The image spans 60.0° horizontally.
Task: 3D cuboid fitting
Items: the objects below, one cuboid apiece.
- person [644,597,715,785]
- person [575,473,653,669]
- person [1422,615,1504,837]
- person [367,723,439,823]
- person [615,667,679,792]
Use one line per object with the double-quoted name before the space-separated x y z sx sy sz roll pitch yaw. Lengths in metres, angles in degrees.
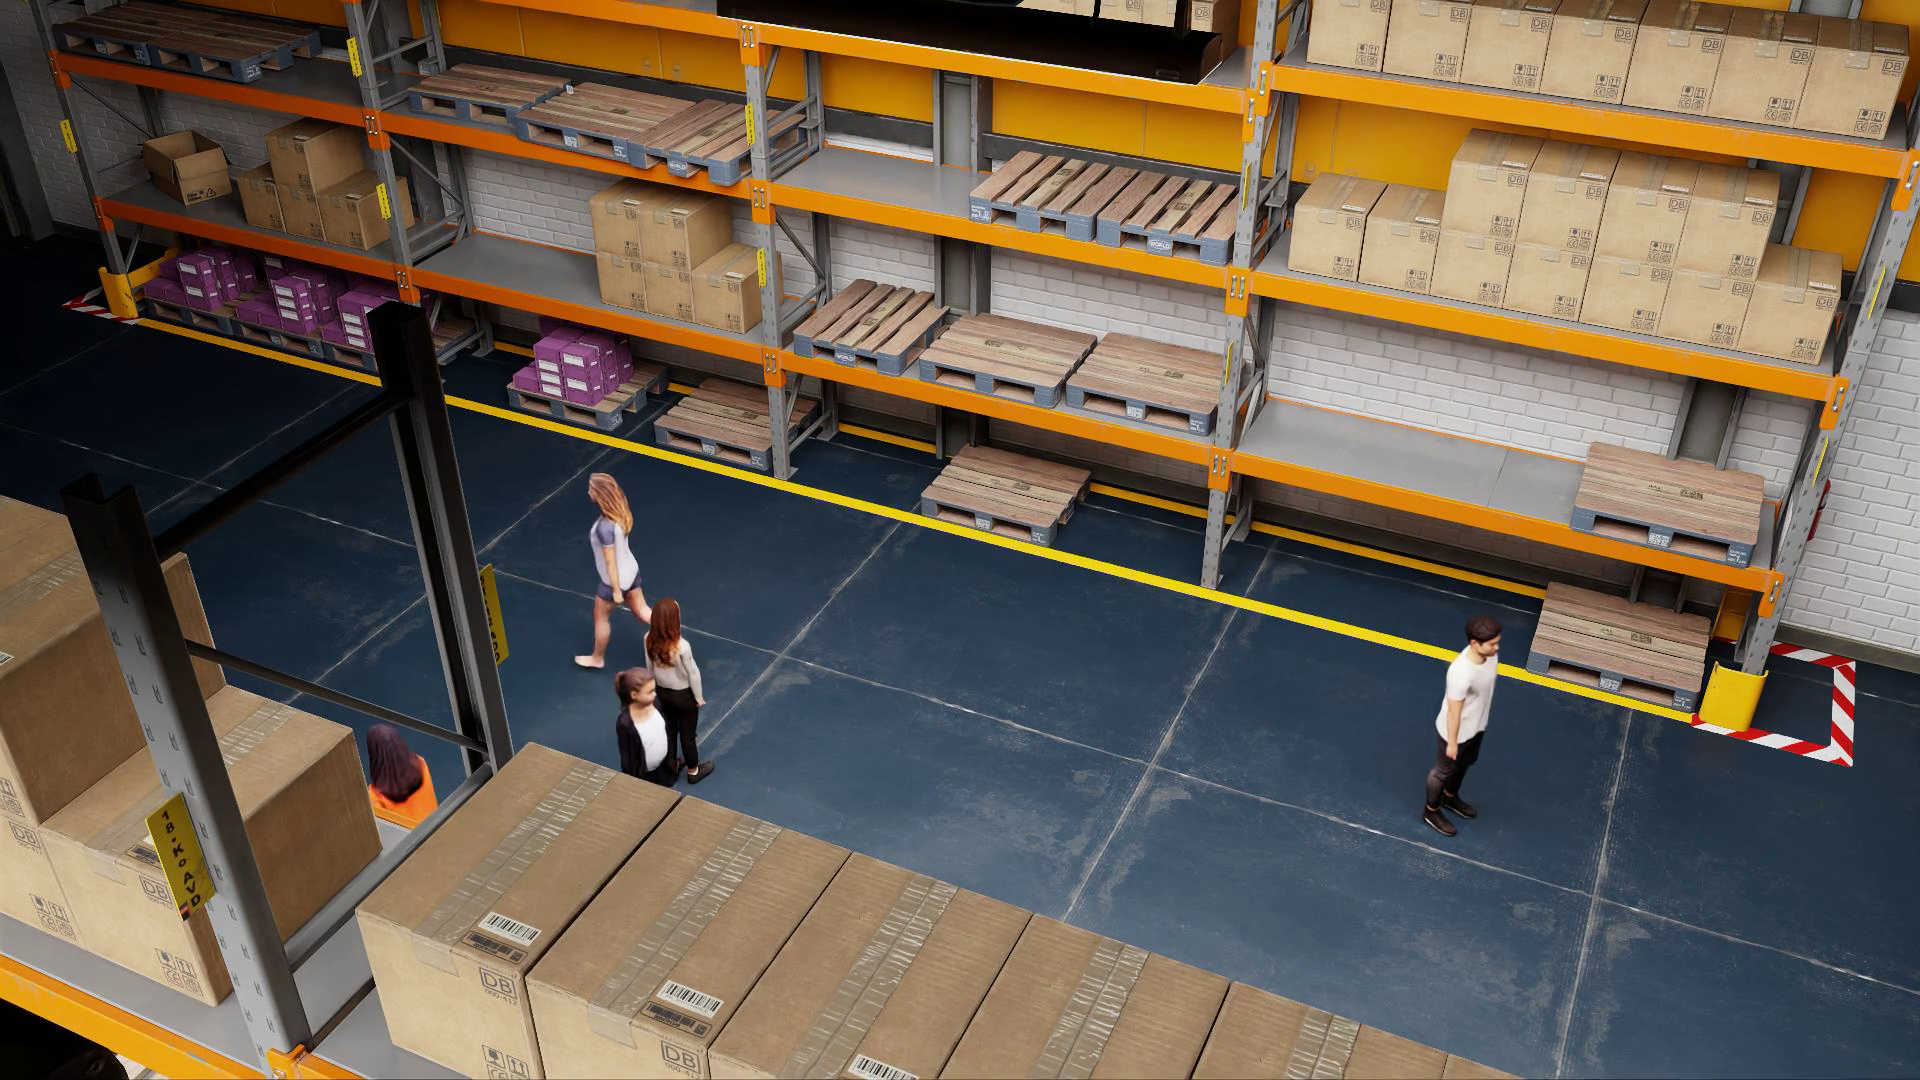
"person" -1.919 1.025 11.204 0.425 1.481 0.603 13 36 19
"person" -2.397 0.279 12.138 1.168 1.689 0.841 5 34 7
"person" 3.244 1.159 10.787 0.662 1.719 0.708 27 42 34
"person" -3.153 1.818 9.794 1.025 1.720 0.666 14 36 20
"person" -2.039 1.404 10.573 0.661 1.548 0.718 -27 42 -34
